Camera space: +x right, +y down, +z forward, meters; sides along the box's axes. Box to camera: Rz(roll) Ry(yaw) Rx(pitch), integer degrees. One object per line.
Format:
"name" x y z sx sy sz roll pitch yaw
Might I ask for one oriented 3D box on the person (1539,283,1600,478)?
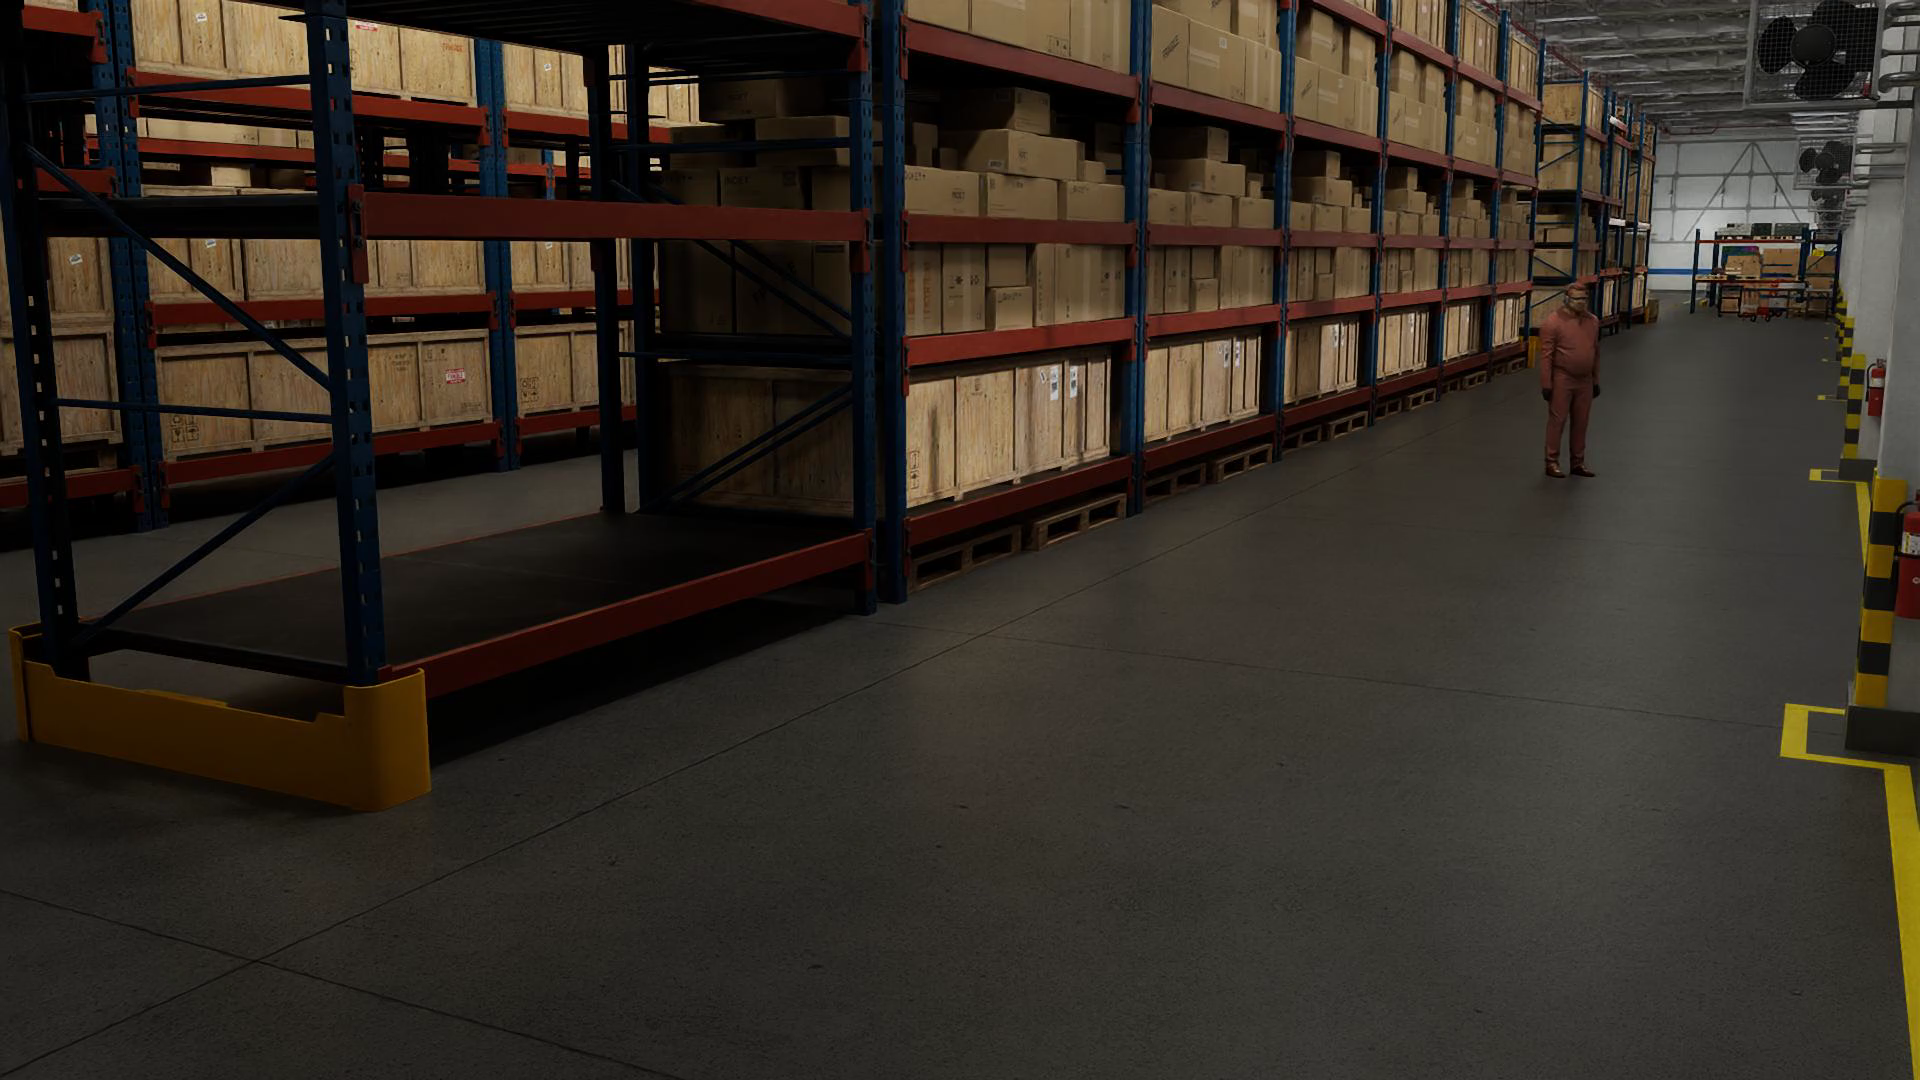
"person" 5.927 -1.542 16.144 0.653 1.894 0.401 -3 10 -18
